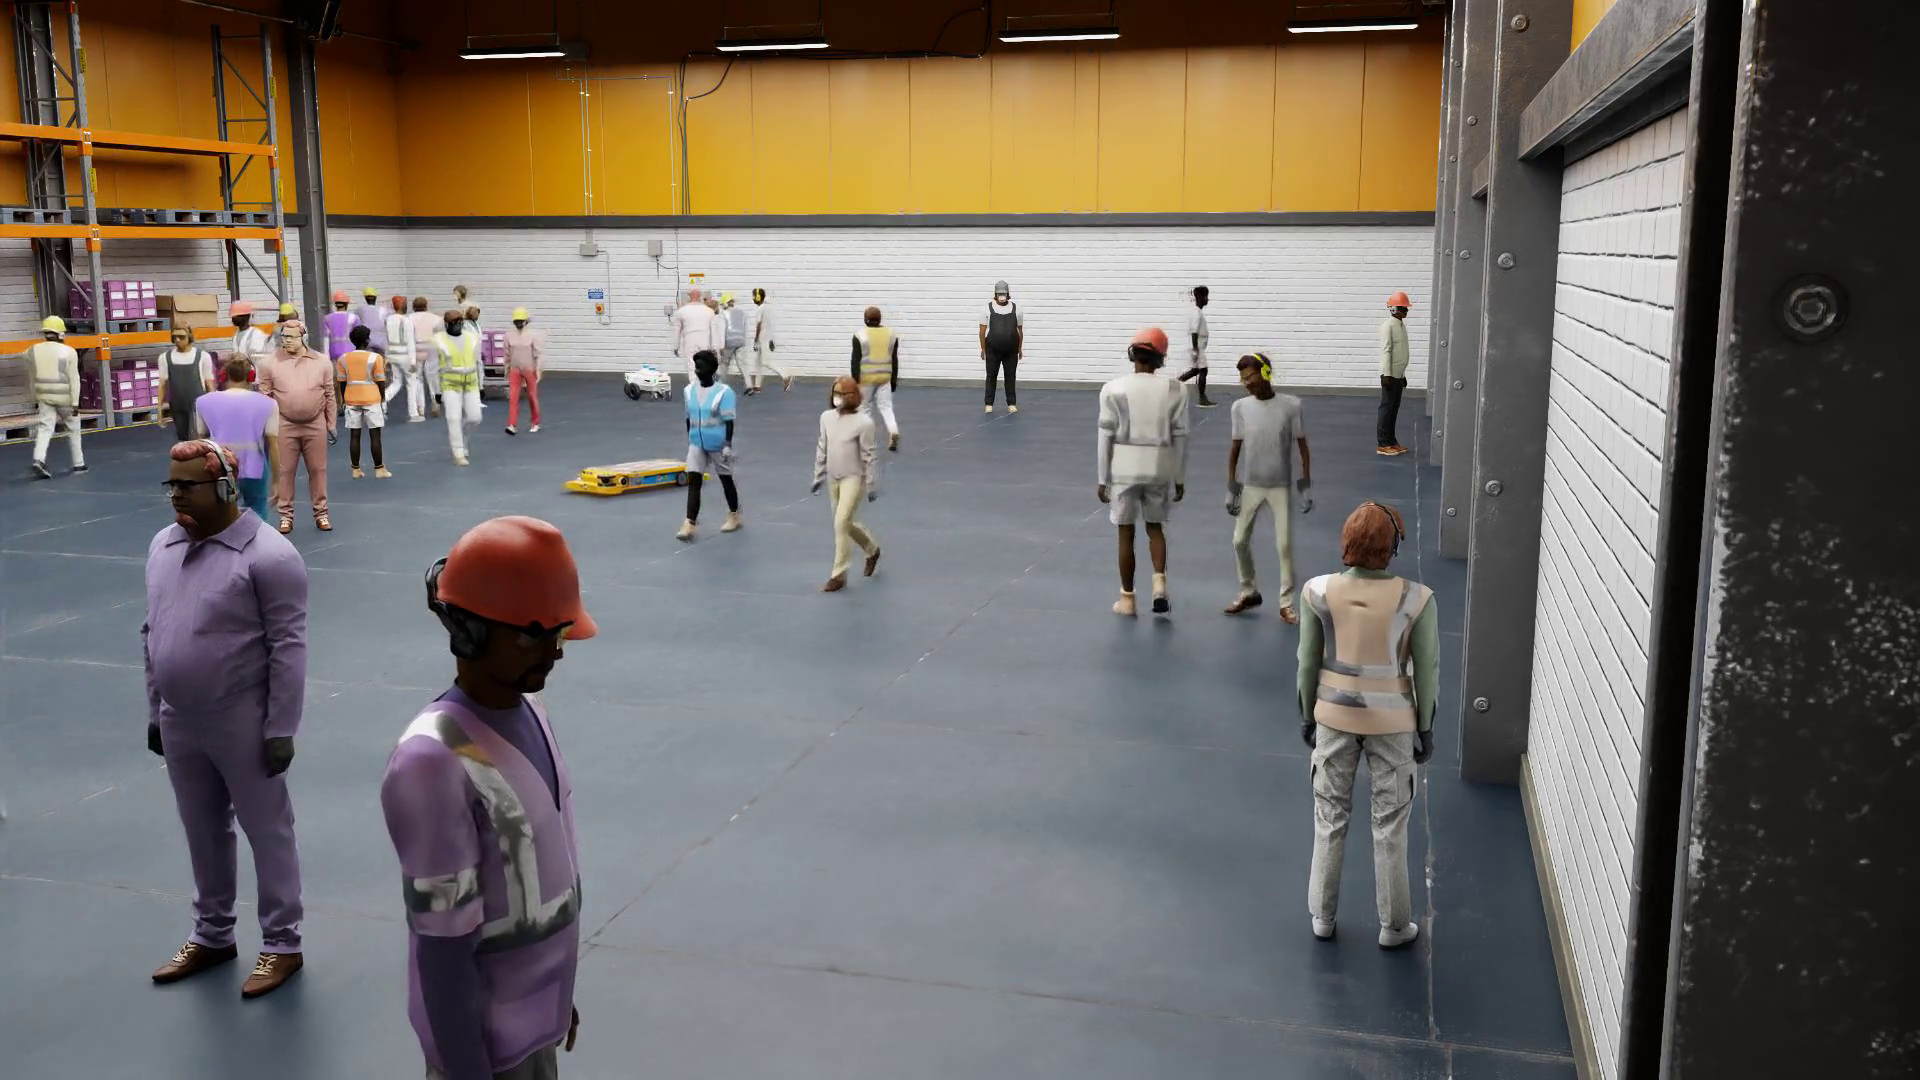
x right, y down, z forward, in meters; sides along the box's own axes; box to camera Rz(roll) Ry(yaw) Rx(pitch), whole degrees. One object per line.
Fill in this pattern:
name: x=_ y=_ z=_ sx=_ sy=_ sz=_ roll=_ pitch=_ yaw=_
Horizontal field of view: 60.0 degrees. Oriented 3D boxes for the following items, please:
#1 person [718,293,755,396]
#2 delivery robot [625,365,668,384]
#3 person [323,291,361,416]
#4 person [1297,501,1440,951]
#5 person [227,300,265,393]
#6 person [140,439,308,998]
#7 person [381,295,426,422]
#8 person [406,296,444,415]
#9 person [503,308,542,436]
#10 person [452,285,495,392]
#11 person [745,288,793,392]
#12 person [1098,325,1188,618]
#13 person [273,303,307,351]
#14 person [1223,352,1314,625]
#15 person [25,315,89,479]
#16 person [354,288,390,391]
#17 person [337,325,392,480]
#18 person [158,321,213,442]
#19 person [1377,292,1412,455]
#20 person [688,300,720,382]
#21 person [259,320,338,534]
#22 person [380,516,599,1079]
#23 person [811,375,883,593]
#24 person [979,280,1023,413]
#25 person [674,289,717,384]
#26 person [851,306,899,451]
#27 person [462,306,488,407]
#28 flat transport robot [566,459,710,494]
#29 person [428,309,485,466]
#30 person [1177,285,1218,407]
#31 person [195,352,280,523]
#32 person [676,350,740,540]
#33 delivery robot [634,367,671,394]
person: x=-3.887 y=-3.341 z=28.478 sx=0.612 sy=1.766 sz=0.960 roll=-10 pitch=14 yaw=-44
delivery robot: x=-5.288 y=-2.722 z=28.103 sx=0.707 sy=0.478 sz=0.477 roll=-3 pitch=10 yaw=-14
person: x=-9.349 y=-2.828 z=25.210 sx=0.559 sy=1.895 sz=0.981 roll=0 pitch=10 yaw=-2
person: x=1.474 y=0.679 z=6.044 sx=0.510 sy=1.640 sz=0.308 roll=5 pitch=11 yaw=24
person: x=-8.687 y=-1.999 z=20.479 sx=0.553 sy=1.909 sz=0.912 roll=6 pitch=11 yaw=29
person: x=-2.539 y=0.605 z=5.702 sx=0.643 sy=1.909 sz=0.410 roll=3 pitch=11 yaw=19
person: x=-8.115 y=-2.606 z=24.014 sx=0.589 sy=1.863 sz=0.747 roll=6 pitch=11 yaw=29
person: x=-8.049 y=-2.754 z=25.000 sx=0.632 sy=1.819 sz=0.782 roll=-5 pitch=11 yaw=-26
person: x=-5.945 y=-2.283 z=22.592 sx=0.554 sy=1.715 sz=0.923 roll=0 pitch=10 yaw=0
person: x=-8.526 y=-3.477 z=28.862 sx=0.946 sy=1.906 sz=0.640 roll=-6 pitch=11 yaw=-29
person: x=-3.343 y=-3.478 z=29.044 sx=0.838 sy=1.833 sz=0.571 roll=2 pitch=10 yaw=9
person: x=1.244 y=-0.449 z=11.386 sx=0.606 sy=2.017 sz=0.424 roll=-1 pitch=10 yaw=-7
person: x=-10.072 y=-2.723 z=25.115 sx=0.486 sy=1.724 sz=0.739 roll=-1 pitch=10 yaw=-8
person: x=2.098 y=-0.350 z=11.319 sx=0.637 sy=1.843 sz=0.390 roll=4 pitch=11 yaw=21
person: x=-10.033 y=-1.582 z=18.409 sx=0.590 sy=1.803 sz=0.892 roll=0 pitch=10 yaw=-1
person: x=-9.854 y=-3.302 z=27.968 sx=0.599 sy=1.862 sz=1.034 roll=-3 pitch=10 yaw=-16
person: x=-6.525 y=-1.497 z=18.202 sx=0.535 sy=1.696 sz=0.322 roll=1 pitch=10 yaw=6
person: x=-7.908 y=-1.345 z=17.045 sx=0.523 sy=1.810 sz=0.940 roll=-2 pitch=10 yaw=-10
person: x=5.346 y=-2.046 z=20.467 sx=0.375 sy=1.995 sz=0.611 roll=7 pitch=12 yaw=33
person: x=-4.518 y=-3.467 z=29.604 sx=0.582 sy=1.616 sz=0.507 roll=-1 pitch=10 yaw=-8
person: x=-5.892 y=-1.008 z=14.845 sx=0.651 sy=1.904 sz=0.403 roll=-5 pitch=11 yaw=-26
person: x=-0.894 y=0.957 z=3.352 sx=0.392 sy=2.033 sz=0.605 roll=0 pitch=10 yaw=0
person: x=-0.821 y=-0.450 z=12.531 sx=0.499 sy=1.603 sz=0.763 roll=9 pitch=13 yaw=40
person: x=0.650 y=-2.960 z=25.511 sx=0.689 sy=2.000 sz=0.538 roll=-1 pitch=10 yaw=-8
person: x=-4.357 y=-3.194 z=27.409 sx=0.681 sy=1.858 sz=0.940 roll=-3 pitch=11 yaw=-18
person: x=-1.055 y=-2.007 z=20.754 sx=0.645 sy=1.820 sz=0.807 roll=-5 pitch=11 yaw=-25
person: x=-7.780 y=-2.897 z=26.350 sx=0.480 sy=1.621 sz=0.507 roll=2 pitch=10 yaw=9
flat transport robot: x=-3.401 y=-0.685 z=17.636 sx=0.652 sy=0.197 sz=1.431 roll=8 pitch=13 yaw=38
person: x=-5.893 y=-1.787 z=19.483 sx=0.645 sy=1.825 sz=0.491 roll=-9 pitch=13 yaw=-40
person: x=3.695 y=-3.082 z=26.471 sx=0.780 sy=1.944 sz=0.612 roll=1 pitch=10 yaw=5
person: x=-5.196 y=-0.451 z=12.016 sx=0.571 sy=1.801 sz=0.964 roll=-3 pitch=11 yaw=-19
person: x=-2.199 y=-0.841 z=14.614 sx=0.547 sy=1.648 sz=0.867 roll=4 pitch=11 yaw=22
delivery robot: x=-5.094 y=-2.623 z=27.545 sx=0.477 sy=0.478 sz=0.707 roll=-8 pitch=13 yaw=-40
